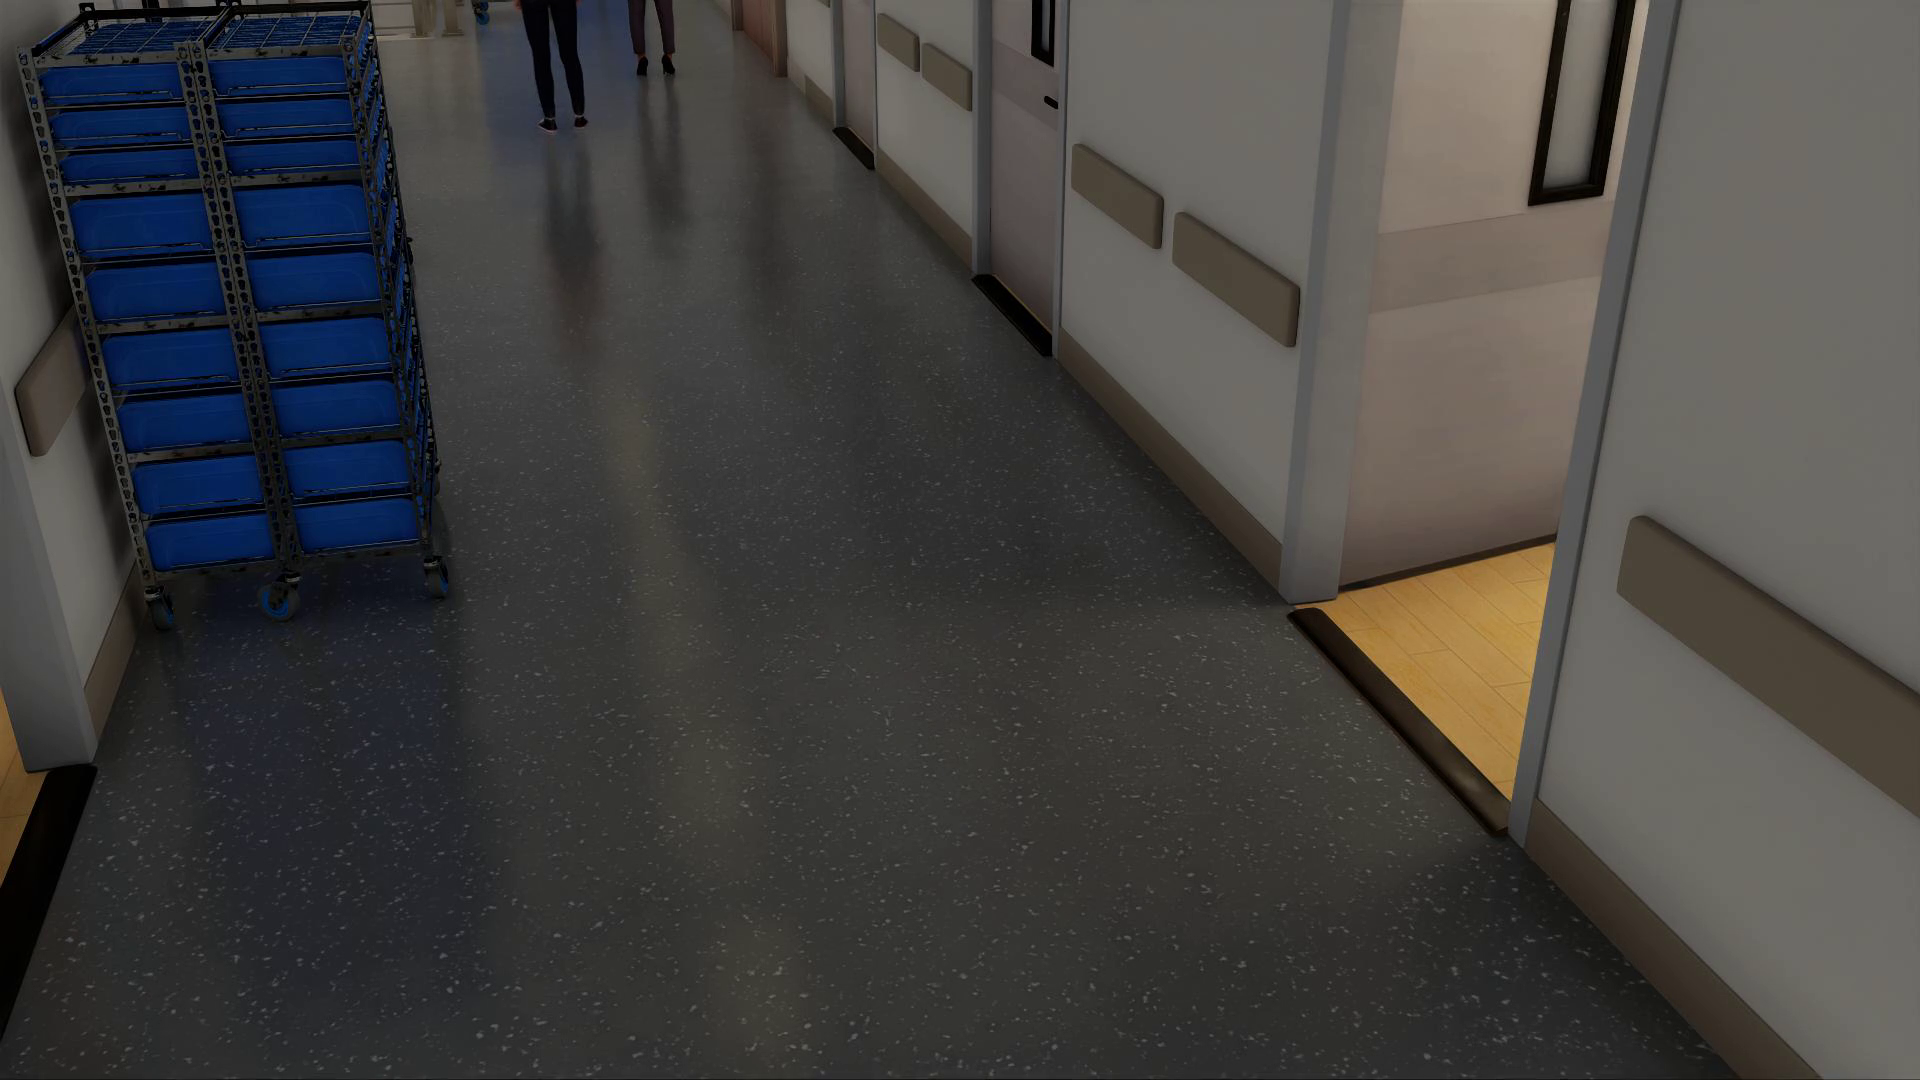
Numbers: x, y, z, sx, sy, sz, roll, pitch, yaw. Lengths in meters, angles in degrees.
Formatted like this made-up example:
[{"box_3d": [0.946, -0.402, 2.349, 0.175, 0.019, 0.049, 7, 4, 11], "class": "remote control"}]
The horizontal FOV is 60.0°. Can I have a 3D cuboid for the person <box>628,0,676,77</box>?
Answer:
[{"box_3d": [-2.480, -4.543, 13.168, 0.593, 1.672, 0.517, -6, 26, -12], "class": "person"}]

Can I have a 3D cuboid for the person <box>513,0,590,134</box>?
[{"box_3d": [-2.796, -3.685, 11.276, 0.630, 1.769, 0.576, -10, 27, -19], "class": "person"}]
